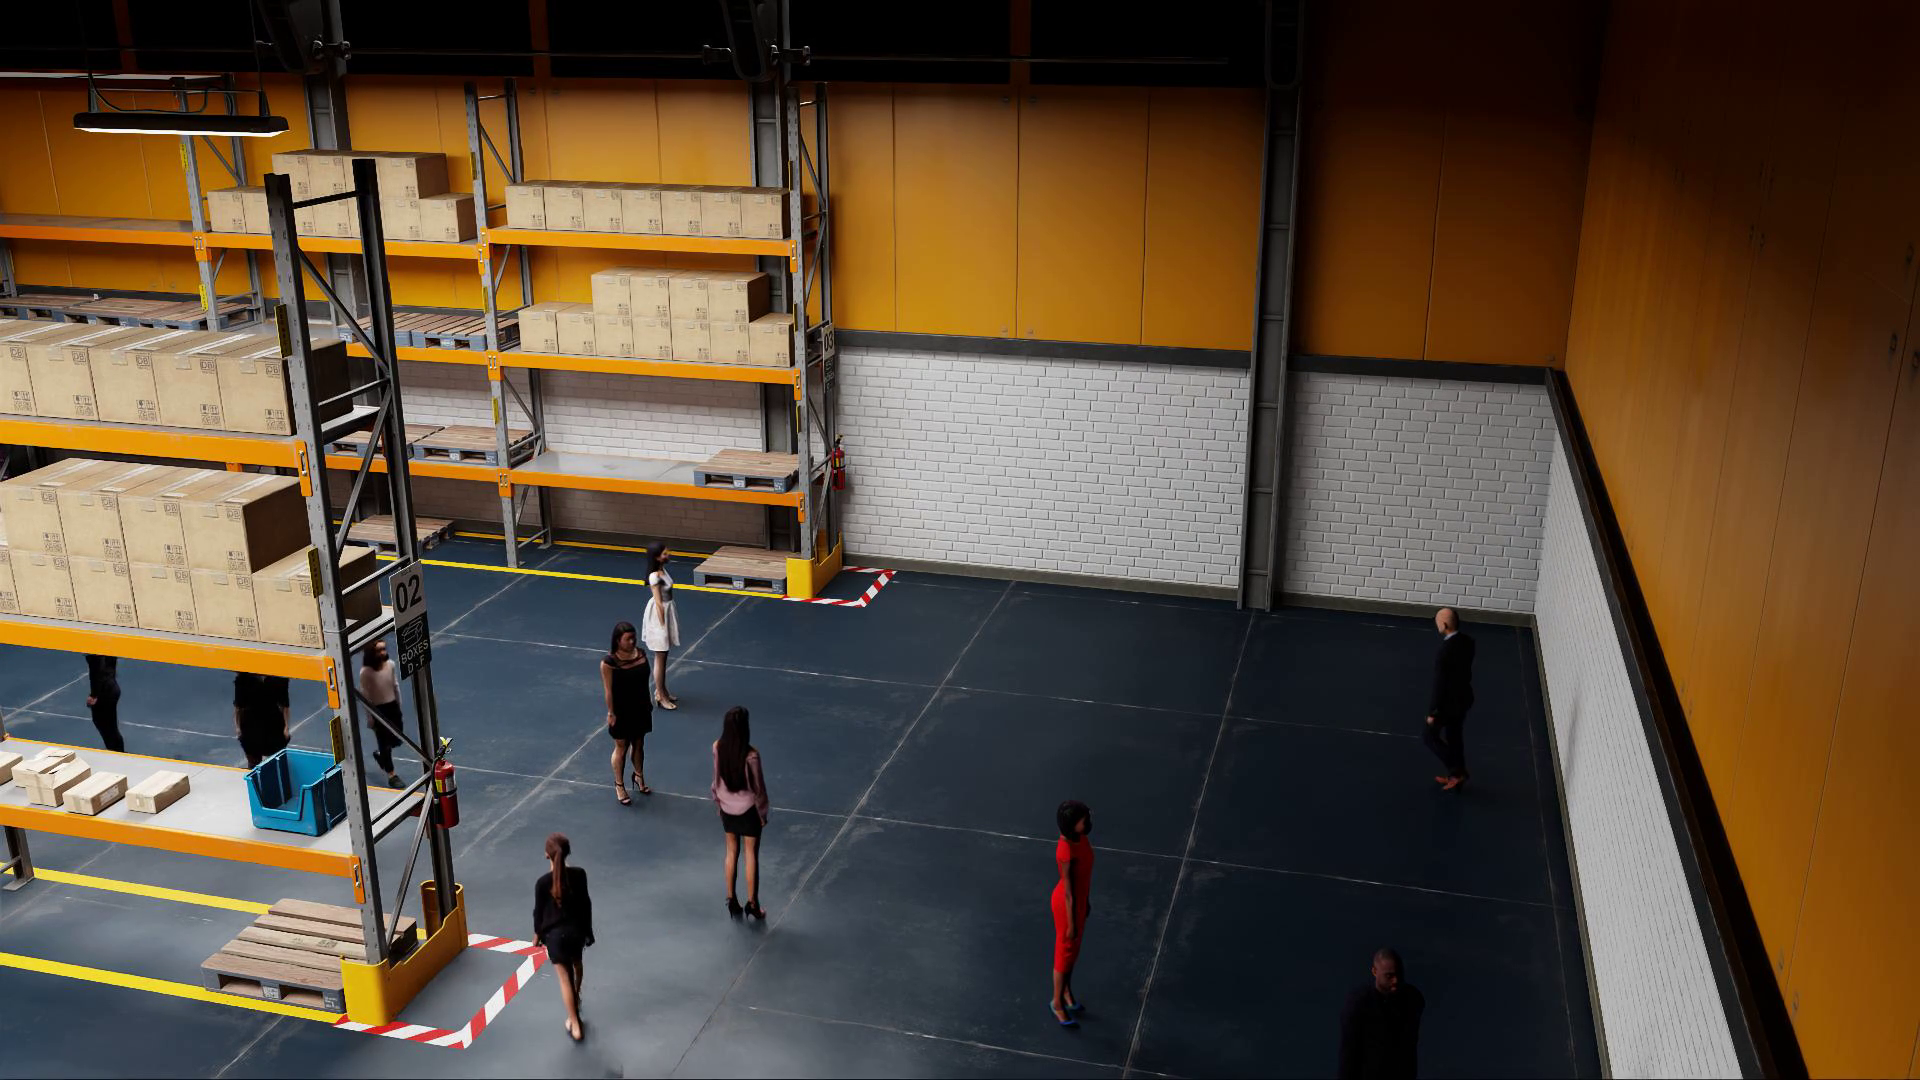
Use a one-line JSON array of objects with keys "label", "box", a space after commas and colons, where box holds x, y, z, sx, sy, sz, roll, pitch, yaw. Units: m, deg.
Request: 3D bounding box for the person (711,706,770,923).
[{"label": "person", "box": [-1.725, 2.150, 13.073, 0.526, 1.810, 0.723, 9, 20, 24]}]

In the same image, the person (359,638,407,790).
[{"label": "person", "box": [-5.353, 1.570, 15.323, 0.836, 1.474, 0.714, 14, 23, 36]}]

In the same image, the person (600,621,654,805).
[{"label": "person", "box": [-3.002, 1.539, 15.033, 0.735, 1.718, 0.736, 14, 23, 37]}]

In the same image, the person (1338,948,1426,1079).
[{"label": "person", "box": [2.476, 3.226, 9.868, 0.739, 1.819, 0.851, -6, 20, -17]}]

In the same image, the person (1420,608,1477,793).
[{"label": "person", "box": [4.493, 1.502, 15.054, 0.943, 1.775, 0.961, -13, 23, -34]}]

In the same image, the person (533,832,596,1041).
[{"label": "person", "box": [-2.735, 2.781, 11.618, 0.809, 1.544, 0.868, -11, 21, -29]}]

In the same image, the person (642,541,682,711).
[{"label": "person", "box": [-3.044, 0.859, 16.963, 0.753, 1.775, 0.739, -2, 19, -5]}]

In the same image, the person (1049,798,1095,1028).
[{"label": "person", "box": [0.779, 2.620, 11.783, 0.488, 1.743, 0.552, 5, 19, 15]}]
